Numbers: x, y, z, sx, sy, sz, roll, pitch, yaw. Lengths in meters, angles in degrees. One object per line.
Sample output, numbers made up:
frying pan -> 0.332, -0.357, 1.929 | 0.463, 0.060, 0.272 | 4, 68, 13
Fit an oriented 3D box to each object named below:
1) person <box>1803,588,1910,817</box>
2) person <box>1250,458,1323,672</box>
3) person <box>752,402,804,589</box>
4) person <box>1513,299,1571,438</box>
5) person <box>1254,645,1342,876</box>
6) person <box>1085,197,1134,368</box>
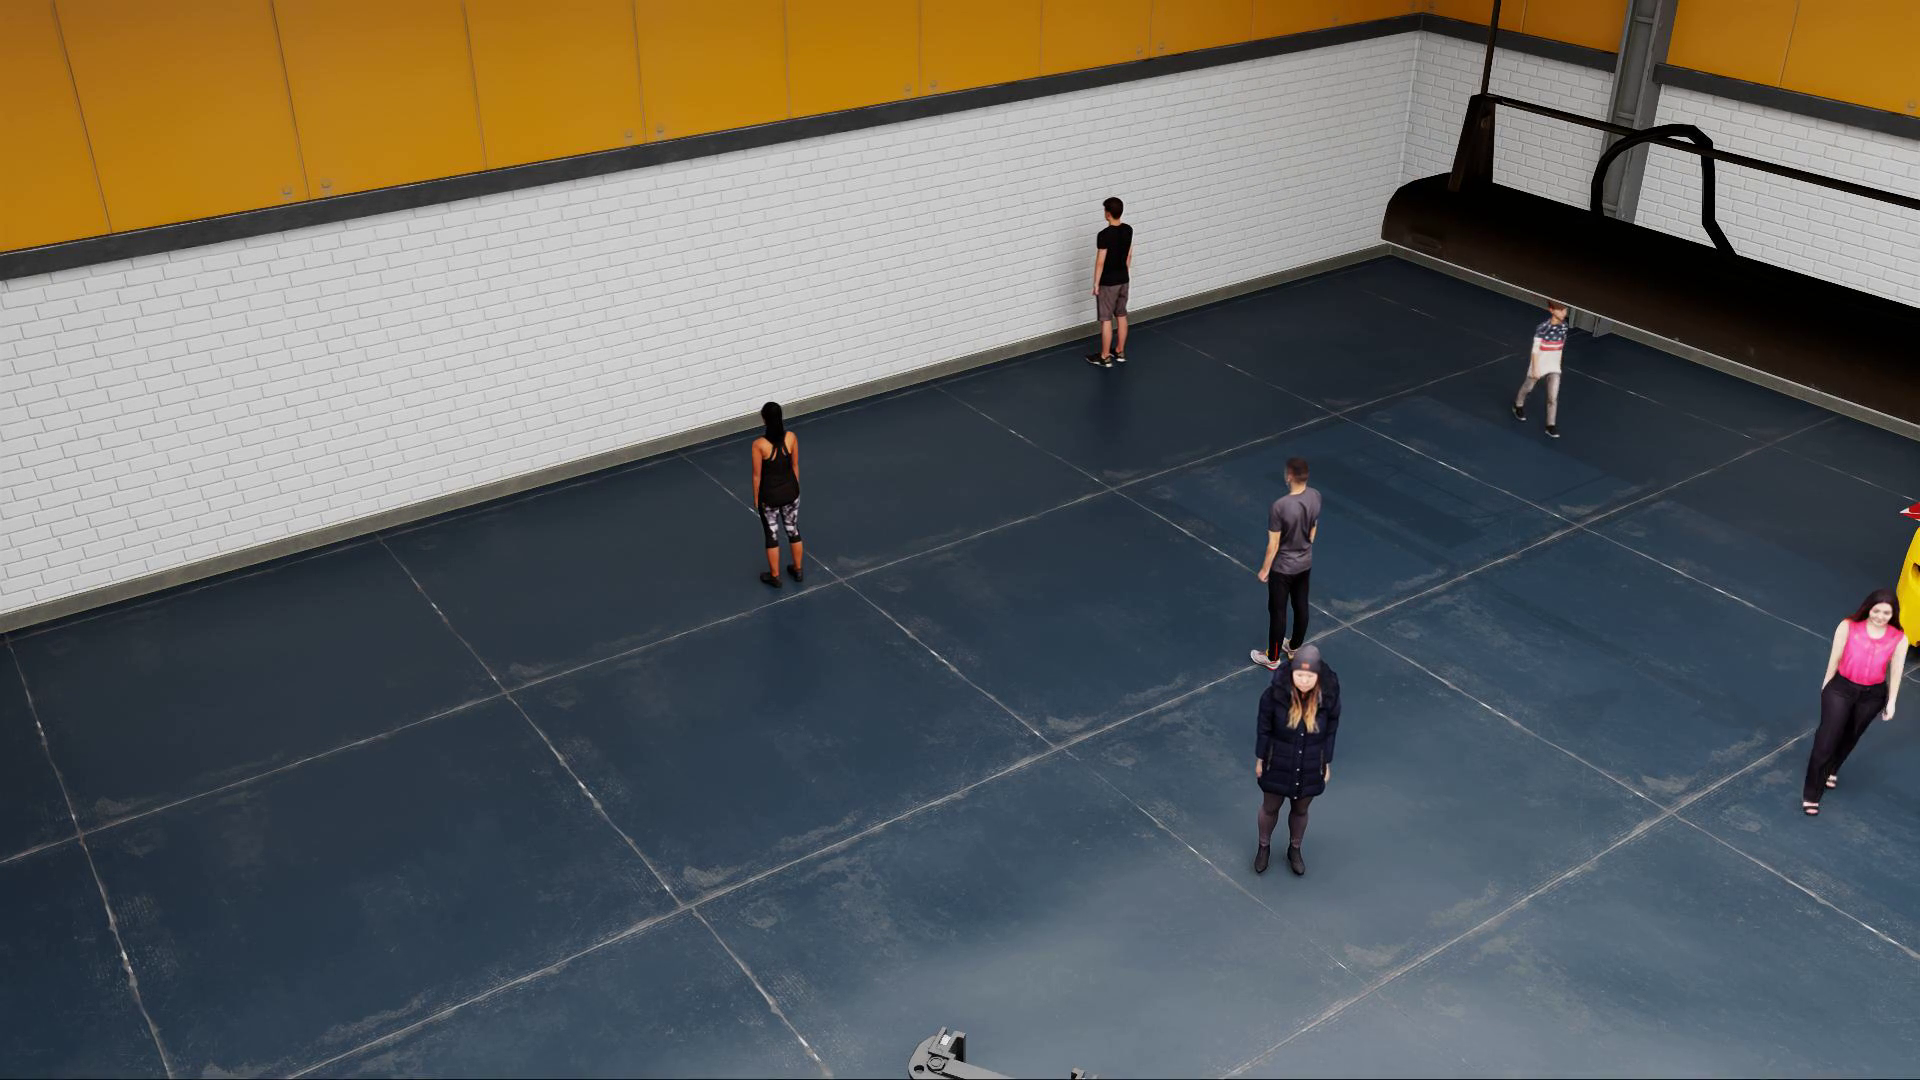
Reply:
person -> 6.056, 1.025, 11.270 | 0.973, 1.630, 0.975 | 9, 30, 15
person -> 2.517, 0.180, 12.681 | 0.634, 1.762, 0.551 | -17, 33, -28
person -> -1.511, -0.394, 13.838 | 0.570, 1.661, 0.503 | -18, 33, -29
person -> 5.827, -1.792, 16.665 | 0.804, 1.408, 1.031 | -4, 29, -7
person -> 2.116, 1.388, 10.558 | 0.795, 1.673, 0.846 | 3, 29, 5
person -> 1.669, -2.811, 18.061 | 0.656, 1.861, 0.571 | -20, 35, -33
